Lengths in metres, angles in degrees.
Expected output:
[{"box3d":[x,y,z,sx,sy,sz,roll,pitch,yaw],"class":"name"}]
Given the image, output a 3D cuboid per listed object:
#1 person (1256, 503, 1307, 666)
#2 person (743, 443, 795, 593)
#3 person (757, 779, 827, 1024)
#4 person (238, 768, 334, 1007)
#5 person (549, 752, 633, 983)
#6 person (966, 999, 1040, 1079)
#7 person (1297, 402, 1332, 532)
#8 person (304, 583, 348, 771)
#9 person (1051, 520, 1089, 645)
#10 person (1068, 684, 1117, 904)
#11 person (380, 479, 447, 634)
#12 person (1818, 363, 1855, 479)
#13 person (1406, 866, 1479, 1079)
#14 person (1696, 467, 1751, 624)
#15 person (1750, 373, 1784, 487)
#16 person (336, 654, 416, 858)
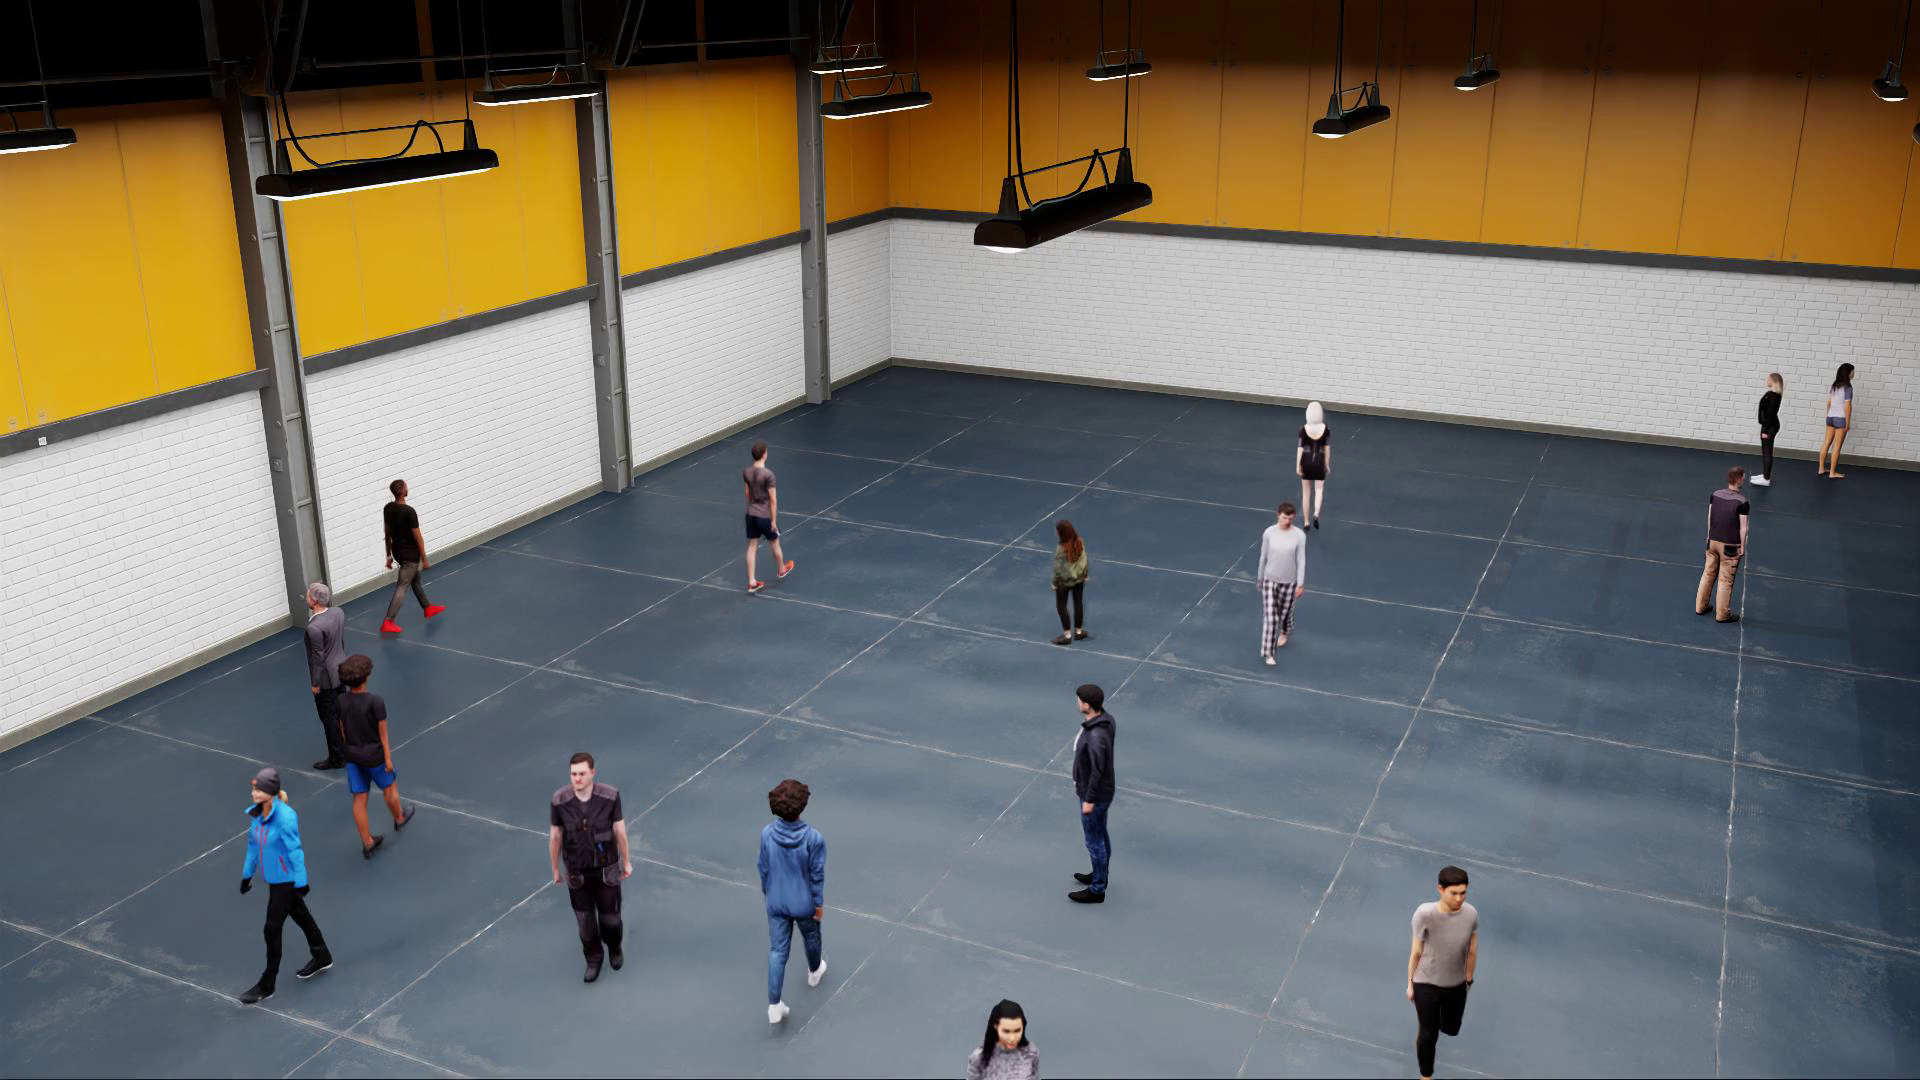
[{"box3d":[3.551,0.424,18.374,0.837,1.801,1.223,6,19,17],"class":"person"},{"box3d":[-2.492,-0.240,20.323,0.692,1.815,1.084,9,21,26],"class":"person"},{"box3d":[-1.231,2.609,11.925,0.866,1.776,1.200,4,19,12],"class":"person"},{"box3d":[-4.932,2.483,12.315,0.822,1.766,1.077,17,25,41],"class":"person"},{"box3d":[-2.742,2.405,12.438,0.861,1.834,0.861,-1,19,-4],"class":"person"},{"box3d":[0.227,3.400,9.672,0.959,1.715,1.091,-4,19,-10],"class":"person"},{"box3d":[4.778,-0.948,22.423,0.730,1.817,0.810,2,19,5],"class":"person"},{"box3d":[-6.010,1.265,15.813,0.848,1.842,0.679,1,19,4],"class":"person"},{"box3d":[1.296,0.452,18.829,0.657,1.456,0.808,-7,20,-20],"class":"person"},{"box3d":[1.109,2.033,13.457,0.777,1.890,0.580,4,19,13],"class":"person"},{"box3d":[-6.412,0.217,19.037,0.751,1.770,1.238,11,21,29],"class":"person"},{"box3d":[13.266,-1.817,25.136,0.723,1.732,0.636,-4,19,-11],"class":"person"},{"box3d":[3.203,2.909,11.161,0.878,1.695,1.060,-1,19,-2],"class":"person"},{"box3d":[8.953,0.028,19.487,0.810,1.841,0.773,-9,20,-24],"class":"person"},{"box3d":[12.050,-1.651,24.718,0.661,1.683,0.488,7,20,20],"class":"person"},{"box3d":[-5.084,1.863,14.138,0.832,1.778,1.042,2,19,5],"class":"person"}]
